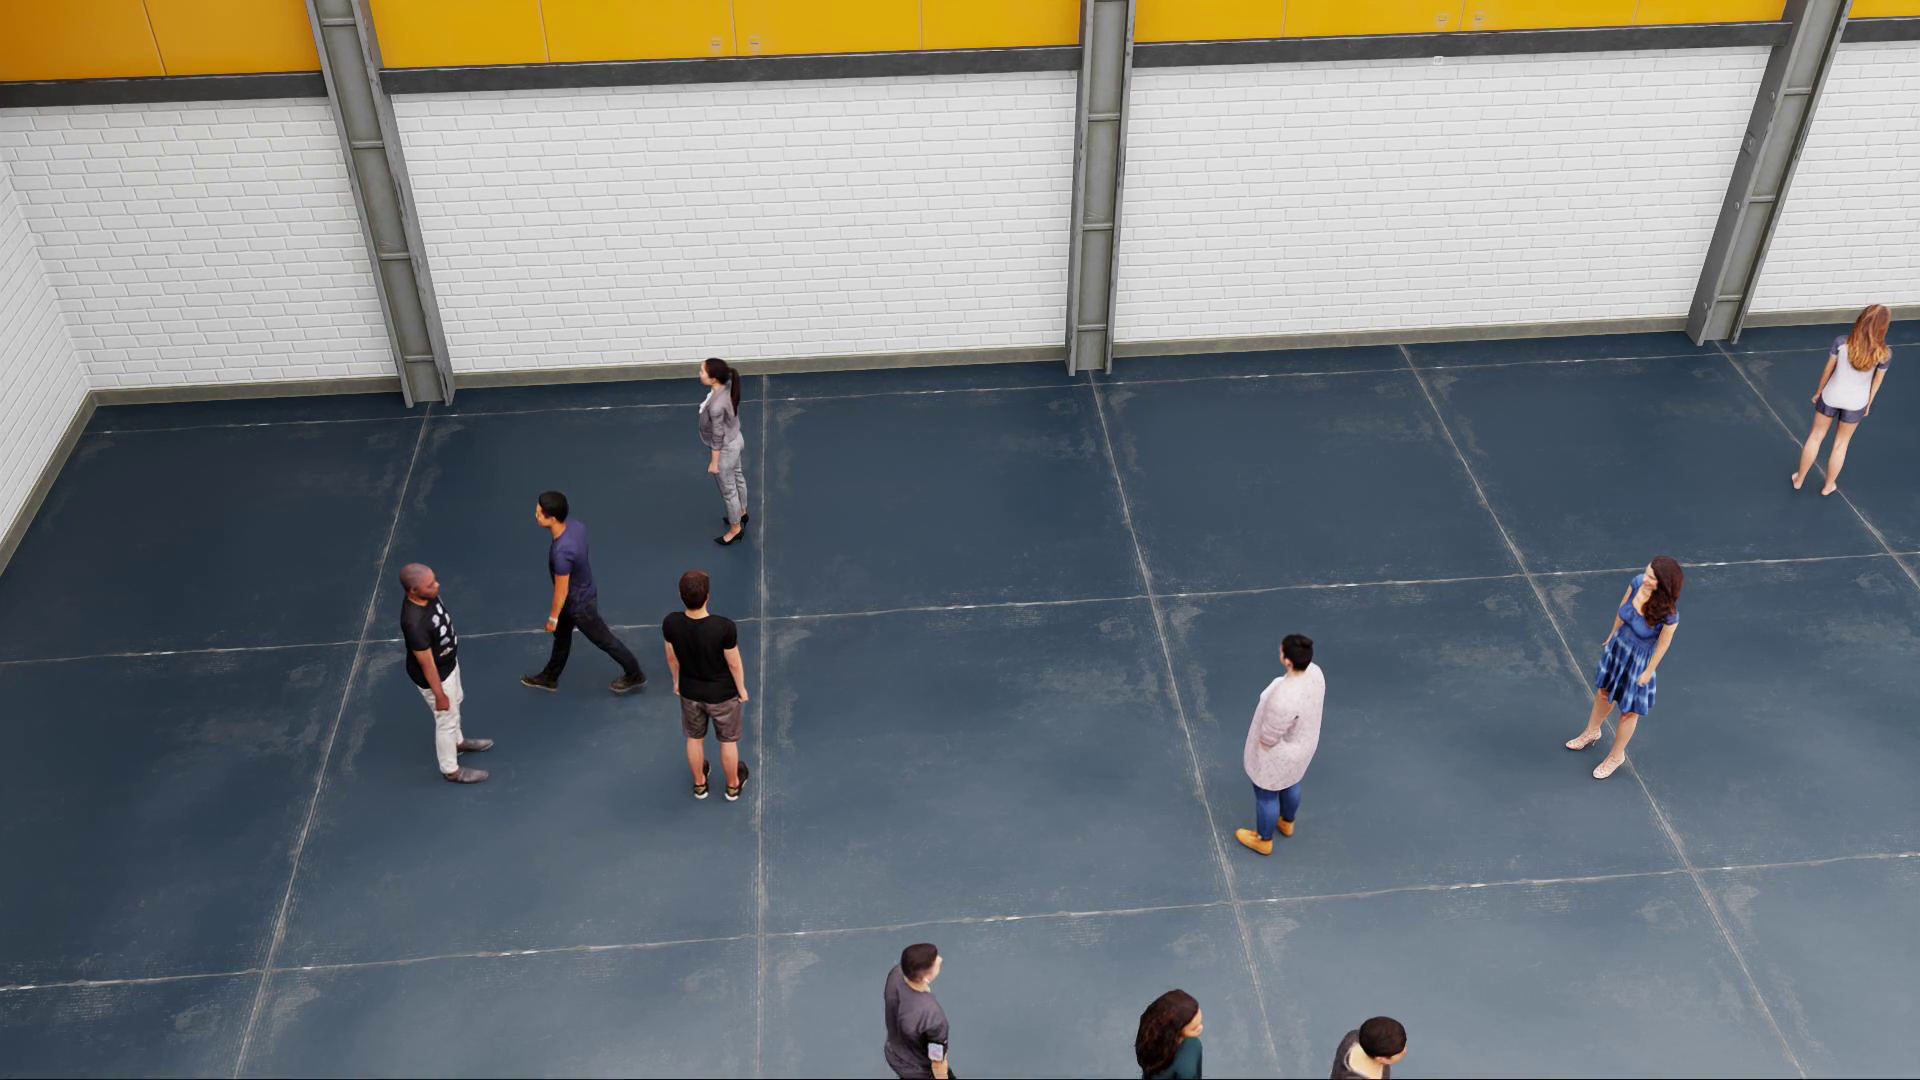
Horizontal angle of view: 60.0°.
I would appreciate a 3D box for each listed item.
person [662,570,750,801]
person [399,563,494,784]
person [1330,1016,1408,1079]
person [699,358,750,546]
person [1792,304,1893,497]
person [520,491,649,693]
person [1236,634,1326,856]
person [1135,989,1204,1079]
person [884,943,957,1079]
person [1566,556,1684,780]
[{"bbox_3d":[-1.638,0.959,10.747,0.615,1.860,0.769,7,39,8],"label":"person"},{"bbox_3d":[-3.446,0.855,10.925,0.604,1.801,0.665,-5,39,-6],"label":"person"},{"bbox_3d":[1.933,2.925,8.413,0.900,1.701,0.740,5,39,7],"label":"person"},{"bbox_3d":[-1.823,-0.704,12.975,0.665,1.679,0.674,6,39,7],"label":"person"},{"bbox_3d":[7.148,-1.126,13.462,0.655,1.730,0.741,20,43,23],"label":"person"},{"bbox_3d":[-2.559,0.419,11.517,1.135,1.744,0.716,-6,39,-7],"label":"person"},{"bbox_3d":[2.047,1.272,10.448,0.853,1.743,0.787,30,47,32],"label":"person"},{"bbox_3d":[0.979,2.855,8.589,1.132,1.591,0.894,14,41,17],"label":"person"},{"bbox_3d":[-0.266,2.711,8.637,0.804,1.756,0.782,-23,44,-26],"label":"person"},{"bbox_3d":[4.404,0.821,10.963,0.651,1.806,0.718,-12,40,-15],"label":"person"}]
